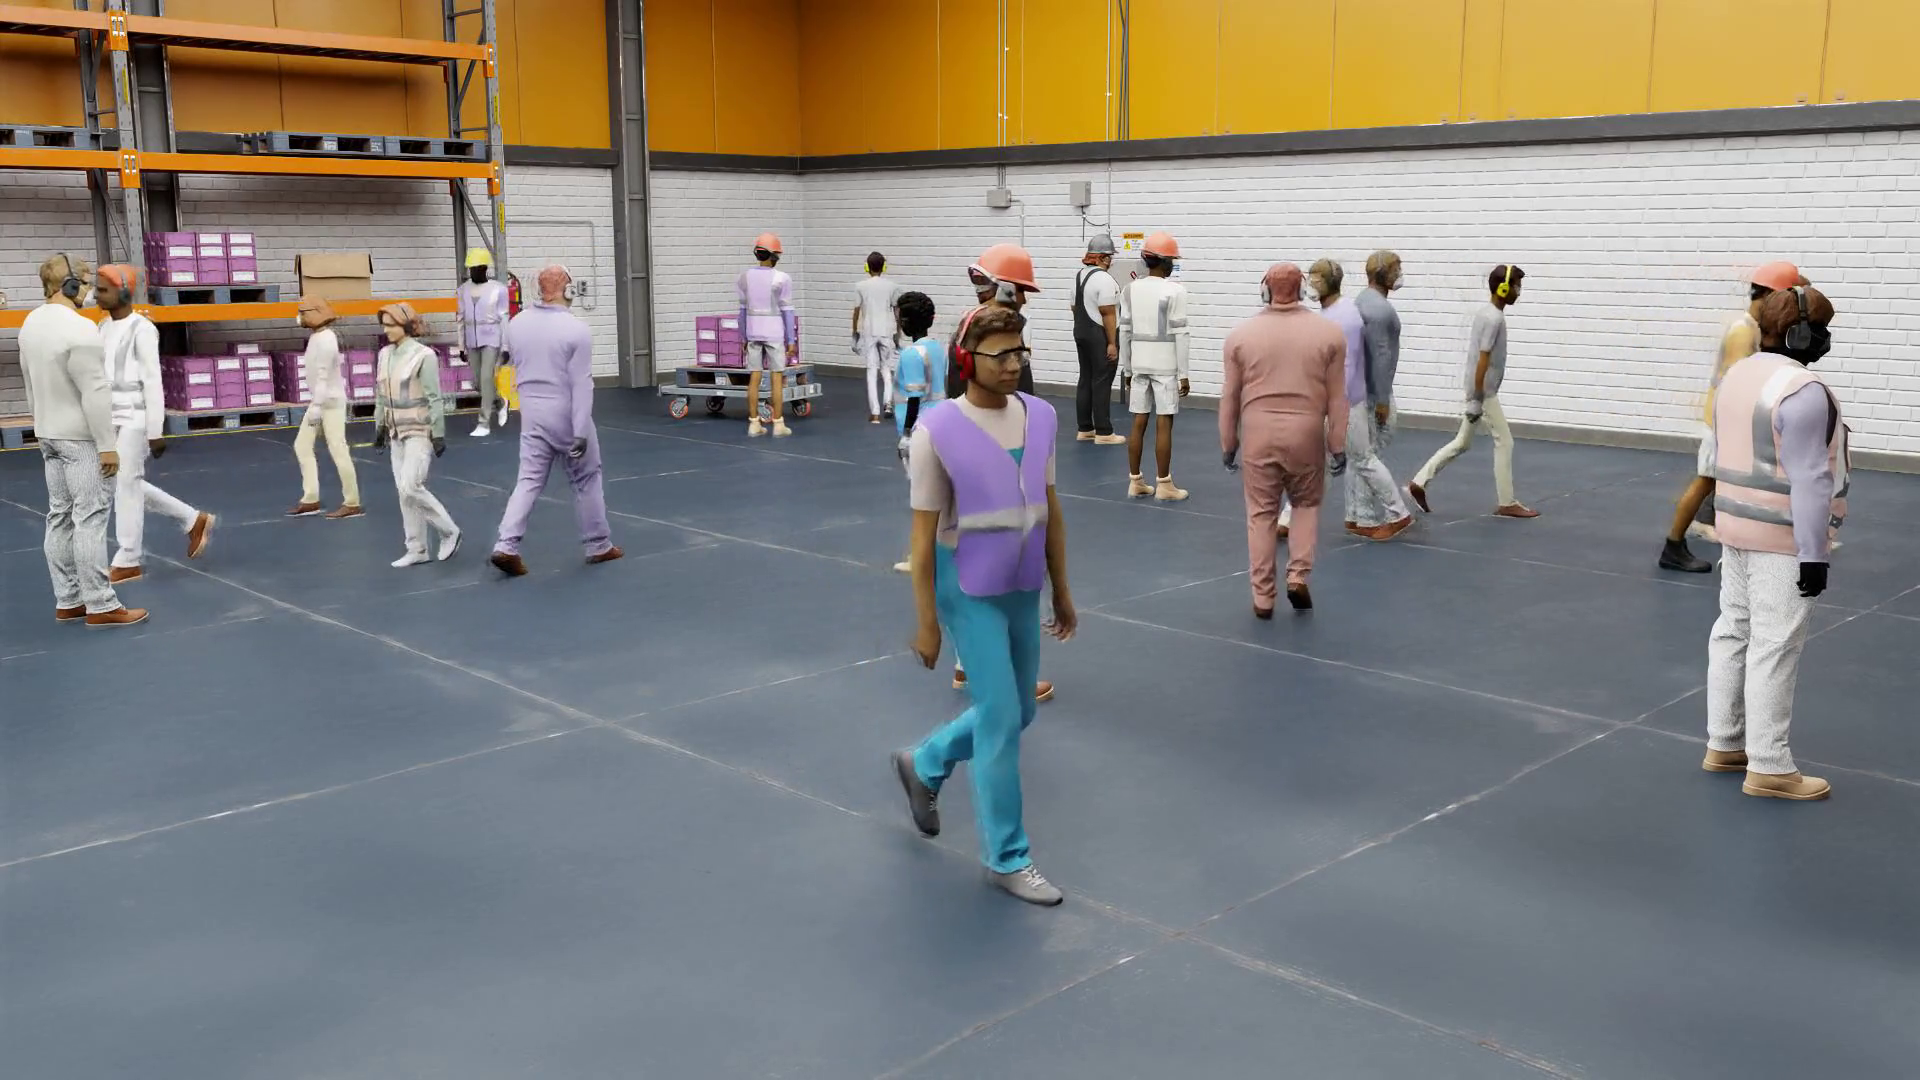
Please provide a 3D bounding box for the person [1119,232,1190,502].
[{"bbox_3d":[1.506,-1.310,12.678,0.615,2.042,0.376,10,14,43],"label":"person"}]

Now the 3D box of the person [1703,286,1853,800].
[{"bbox_3d":[2.973,0.007,6.053,0.429,1.844,0.627,0,10,-2],"label":"person"}]

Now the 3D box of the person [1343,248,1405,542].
[{"bbox_3d":[2.762,-0.964,11.078,0.369,1.938,0.636,0,10,2],"label":"person"}]

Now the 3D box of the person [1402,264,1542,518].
[{"bbox_3d":[3.697,-1.062,11.933,0.928,1.827,0.553,2,11,9],"label":"person"}]

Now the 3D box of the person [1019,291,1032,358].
[{"bbox_3d":[0.521,-2.109,17.613,0.596,1.831,0.403,8,13,37],"label":"person"}]

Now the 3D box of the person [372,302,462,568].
[{"bbox_3d":[-3.345,-0.630,10.113,0.512,1.624,0.369,9,13,39],"label":"person"}]

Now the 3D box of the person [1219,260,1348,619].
[{"bbox_3d":[1.707,-0.524,8.820,0.683,1.887,0.458,2,11,12],"label":"person"}]

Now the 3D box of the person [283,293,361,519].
[{"bbox_3d":[-4.601,-0.933,11.807,0.621,1.613,0.503,-7,12,-33],"label":"person"}]

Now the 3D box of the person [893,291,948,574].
[{"bbox_3d":[-0.238,-0.642,9.987,0.319,1.695,0.533,3,11,16],"label":"person"}]

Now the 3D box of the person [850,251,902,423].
[{"bbox_3d":[-0.908,-2.198,18.069,0.524,1.850,0.524,-3,11,-16],"label":"person"}]

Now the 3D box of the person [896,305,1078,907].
[{"bbox_3d":[0.062,0.172,5.215,0.759,1.820,0.576,9,14,41],"label":"person"}]

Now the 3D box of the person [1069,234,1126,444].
[{"bbox_3d":[1.390,-1.963,16.248,0.538,2.000,0.686,-5,11,-24],"label":"person"}]

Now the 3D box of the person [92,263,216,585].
[{"bbox_3d":[-4.813,-0.687,9.776,0.585,1.866,0.717,10,14,43],"label":"person"}]

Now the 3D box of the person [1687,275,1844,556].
[{"bbox_3d":[5.178,-0.808,10.646,0.520,1.795,0.998,-10,14,-42],"label":"person"}]

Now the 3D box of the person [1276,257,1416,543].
[{"bbox_3d":[2.521,-0.901,10.896,1.022,1.896,0.625,-2,11,-11],"label":"person"}]

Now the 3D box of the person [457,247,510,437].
[{"bbox_3d":[-4.831,-2.025,16.970,0.595,1.903,0.759,3,11,18],"label":"person"}]

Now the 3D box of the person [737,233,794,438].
[{"bbox_3d":[-1.926,-2.042,16.692,0.601,2.038,0.400,4,11,19],"label":"person"}]

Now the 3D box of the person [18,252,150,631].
[{"bbox_3d":[-4.540,-0.501,8.559,0.631,1.939,0.372,7,12,33],"label":"person"}]

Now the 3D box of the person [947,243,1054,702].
[{"bbox_3d":[0.164,-0.286,7.252,0.391,1.986,0.609,-5,12,-27],"label":"person"}]

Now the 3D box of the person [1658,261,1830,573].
[{"bbox_3d":[4.610,-0.683,9.727,0.974,1.866,0.555,9,14,40],"label":"person"}]

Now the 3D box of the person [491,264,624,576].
[{"bbox_3d":[-2.463,-0.722,9.999,0.629,1.867,0.971,4,11,22],"label":"person"}]
